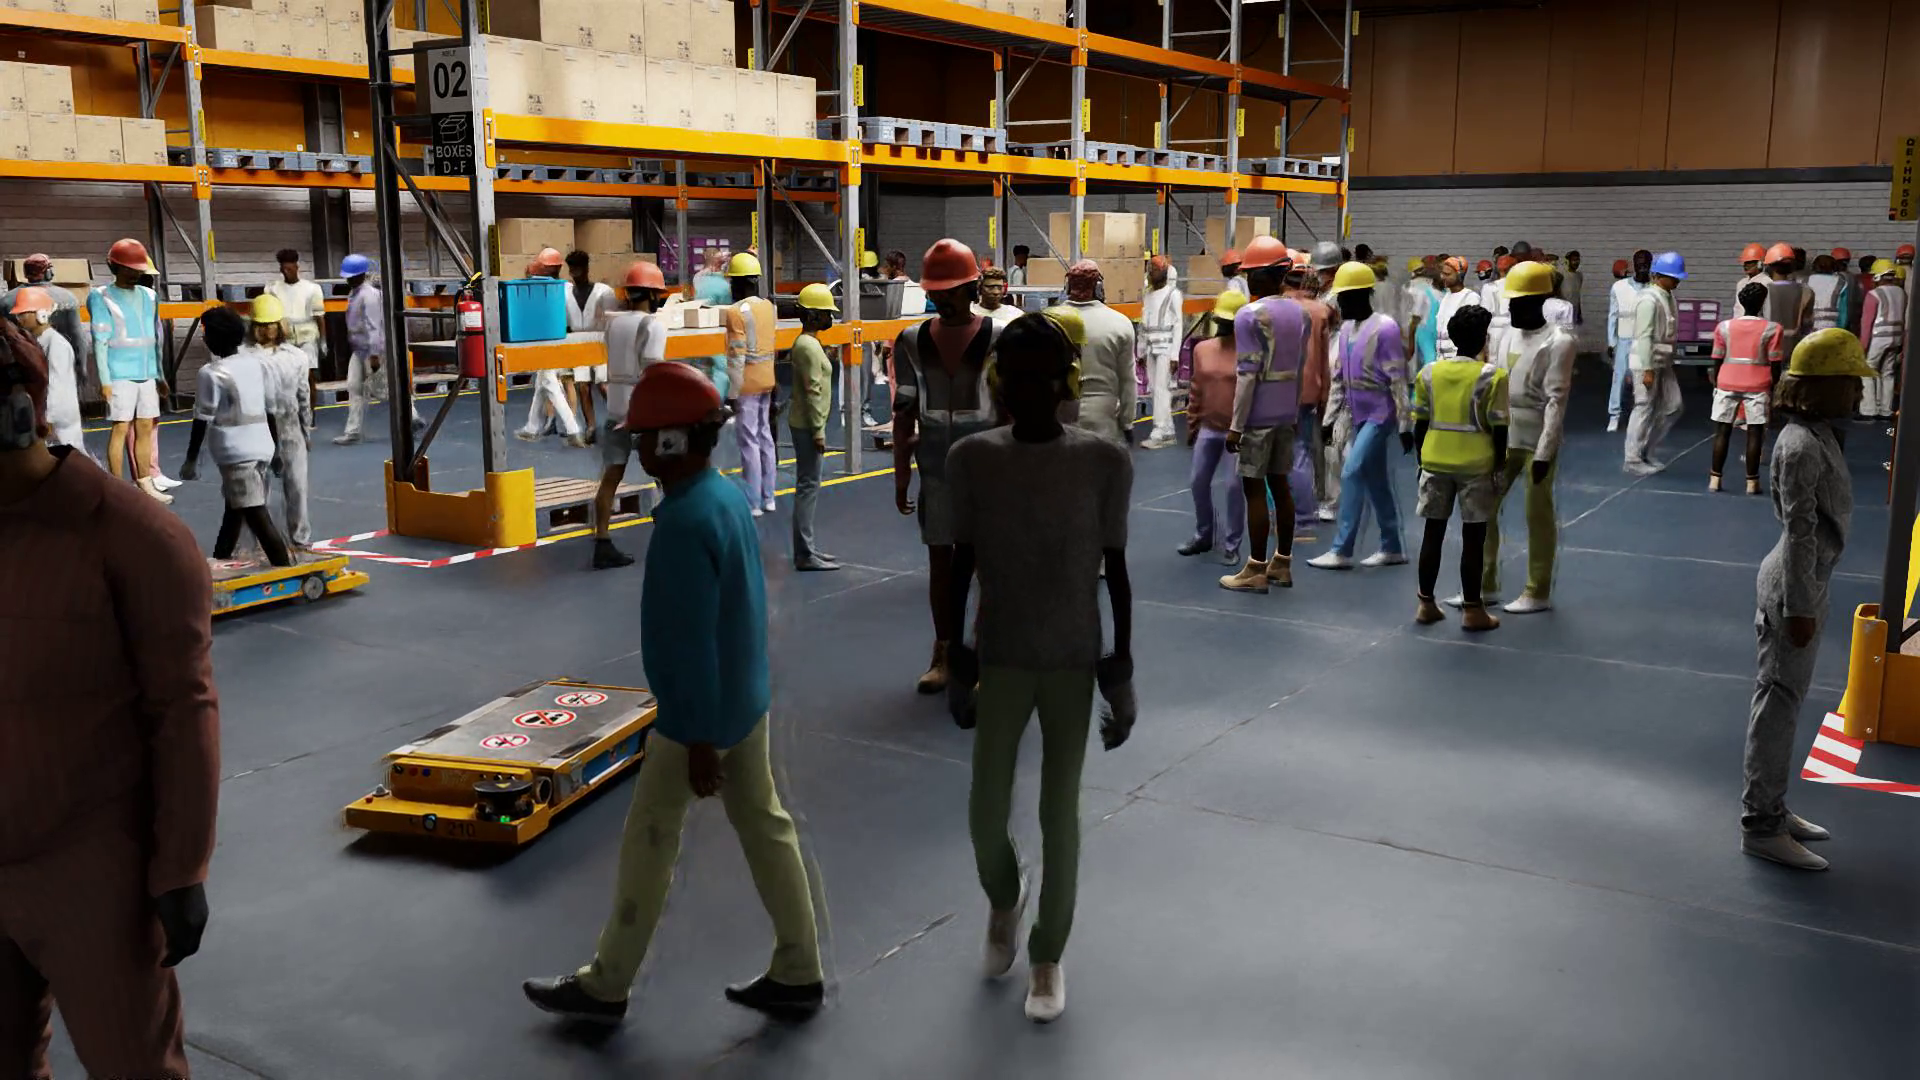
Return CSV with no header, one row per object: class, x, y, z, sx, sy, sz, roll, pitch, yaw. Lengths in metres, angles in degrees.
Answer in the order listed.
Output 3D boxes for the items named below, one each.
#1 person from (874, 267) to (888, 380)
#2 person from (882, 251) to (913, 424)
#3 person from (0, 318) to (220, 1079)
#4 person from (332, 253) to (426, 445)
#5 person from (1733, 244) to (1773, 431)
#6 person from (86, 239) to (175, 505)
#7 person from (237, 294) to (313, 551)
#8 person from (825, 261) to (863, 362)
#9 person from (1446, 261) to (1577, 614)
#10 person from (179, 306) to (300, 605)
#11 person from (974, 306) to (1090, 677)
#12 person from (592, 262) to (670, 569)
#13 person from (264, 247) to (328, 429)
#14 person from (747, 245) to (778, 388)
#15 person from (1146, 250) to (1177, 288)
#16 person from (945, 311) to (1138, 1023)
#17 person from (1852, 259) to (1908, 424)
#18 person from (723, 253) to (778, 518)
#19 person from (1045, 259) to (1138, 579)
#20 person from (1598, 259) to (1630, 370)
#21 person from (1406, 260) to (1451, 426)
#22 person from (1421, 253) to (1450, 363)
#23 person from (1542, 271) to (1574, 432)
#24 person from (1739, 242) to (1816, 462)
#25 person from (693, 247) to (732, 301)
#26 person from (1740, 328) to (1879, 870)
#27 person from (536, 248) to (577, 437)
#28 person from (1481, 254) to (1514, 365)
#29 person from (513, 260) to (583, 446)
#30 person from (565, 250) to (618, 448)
person,-1.120,-3.128,24.080,0.280,1.636,0.501,-1,10,-7
person,-0.638,-2.118,17.753,0.410,1.907,0.599,4,11,21
person,-1.620,0.564,2.891,0.643,1.905,0.399,1,10,4
person,-5.801,-1.892,16.525,0.828,1.899,0.638,-8,13,-39
person,8.437,-2.155,17.744,0.428,1.982,0.615,-1,10,-7
person,-6.221,-1.243,12.545,0.409,2.030,0.610,4,11,20
person,-4.246,-0.668,10.260,0.490,1.699,0.888,-6,12,-32
person,-1.947,-3.933,27.617,0.674,1.980,0.404,-2,10,-11
person,2.941,-0.526,8.900,0.695,1.902,0.604,-4,11,-21
person,-4.075,-0.461,9.224,0.872,1.648,0.547,2,10,10
person,0.376,-0.232,7.788,0.817,1.714,0.534,-6,12,-31
person,-1.965,-0.791,10.458,0.559,1.872,1.038,7,13,36
person,-7.104,-2.153,17.822,0.636,1.943,0.517,-3,11,-14
person,-2.766,-3.047,22.675,0.613,1.983,0.406,9,14,42
person,3.177,-3.760,26.793,0.622,1.932,0.368,-2,10,-12
person,0.212,0.337,4.319,0.510,1.852,0.407,1,10,7
person,10.140,-2.185,18.370,0.596,1.819,0.420,-5,11,-24
person,-1.549,-1.123,12.169,0.367,1.927,0.590,4,11,21
person,0.735,-0.712,9.951,0.651,1.907,0.409,1,10,7
person,10.327,-3.481,25.800,0.619,1.724,0.570,6,12,32
person,5.151,-2.081,17.827,0.499,1.792,0.967,-6,12,-32
person,6.639,-3.046,23.087,0.507,1.840,0.341,-4,11,-21
person,6.189,-1.974,17.520,0.541,1.695,0.316,8,13,38
person,7.269,-1.619,14.730,0.619,2.013,0.918,0,10,2
person,-3.332,-3.032,22.776,0.683,1.921,0.414,-7,13,-35
person,2.771,0.183,5.444,0.295,1.744,0.487,6,12,28
person,-4.170,-2.022,17.121,0.551,1.936,0.356,3,11,18
person,6.228,-2.324,19.000,0.634,1.863,0.489,0,10,0
person,-4.094,-1.842,16.437,1.026,1.832,0.587,6,12,31
person,-3.592,-1.871,16.292,0.618,1.936,0.637,2,11,13
